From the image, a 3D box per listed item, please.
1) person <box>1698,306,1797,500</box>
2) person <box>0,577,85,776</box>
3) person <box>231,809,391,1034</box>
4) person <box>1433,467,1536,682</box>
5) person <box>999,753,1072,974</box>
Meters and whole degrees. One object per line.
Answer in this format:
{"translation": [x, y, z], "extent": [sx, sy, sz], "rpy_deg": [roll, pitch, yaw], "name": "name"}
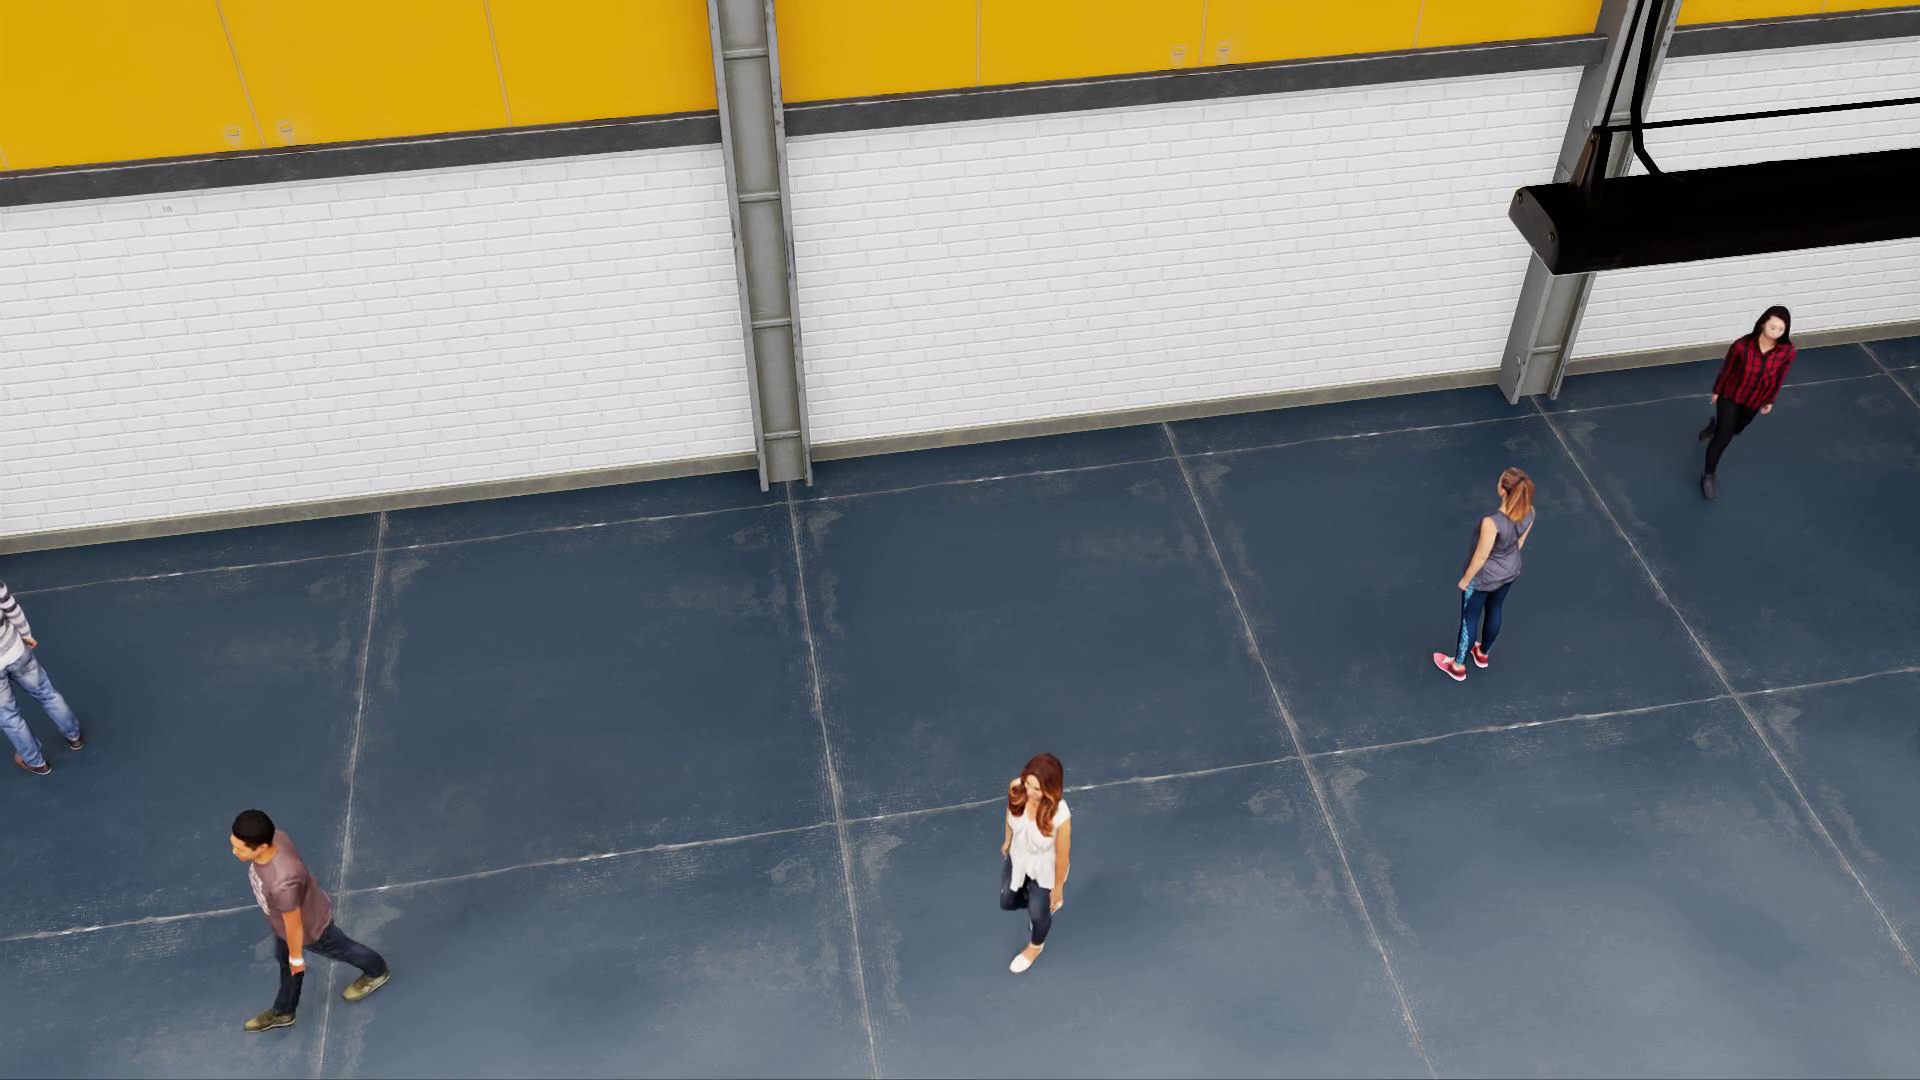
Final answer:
{"translation": [5.682, -1.094, 12.126], "extent": [0.946, 1.631, 0.829], "rpy_deg": [8, 44, 9], "name": "person"}
{"translation": [-5.841, 0.707, 10.073], "extent": [0.772, 1.855, 0.702], "rpy_deg": [28, 50, 26], "name": "person"}
{"translation": [-3.405, 1.950, 8.846], "extent": [1.137, 1.746, 0.969], "rpy_deg": [-29, 51, -27], "name": "person"}
{"translation": [3.405, 0.218, 10.681], "extent": [0.563, 1.723, 0.683], "rpy_deg": [-20, 47, -20], "name": "person"}
{"translation": [0.472, 1.710, 9.076], "extent": [0.780, 1.777, 0.842], "rpy_deg": [34, 53, 31], "name": "person"}
